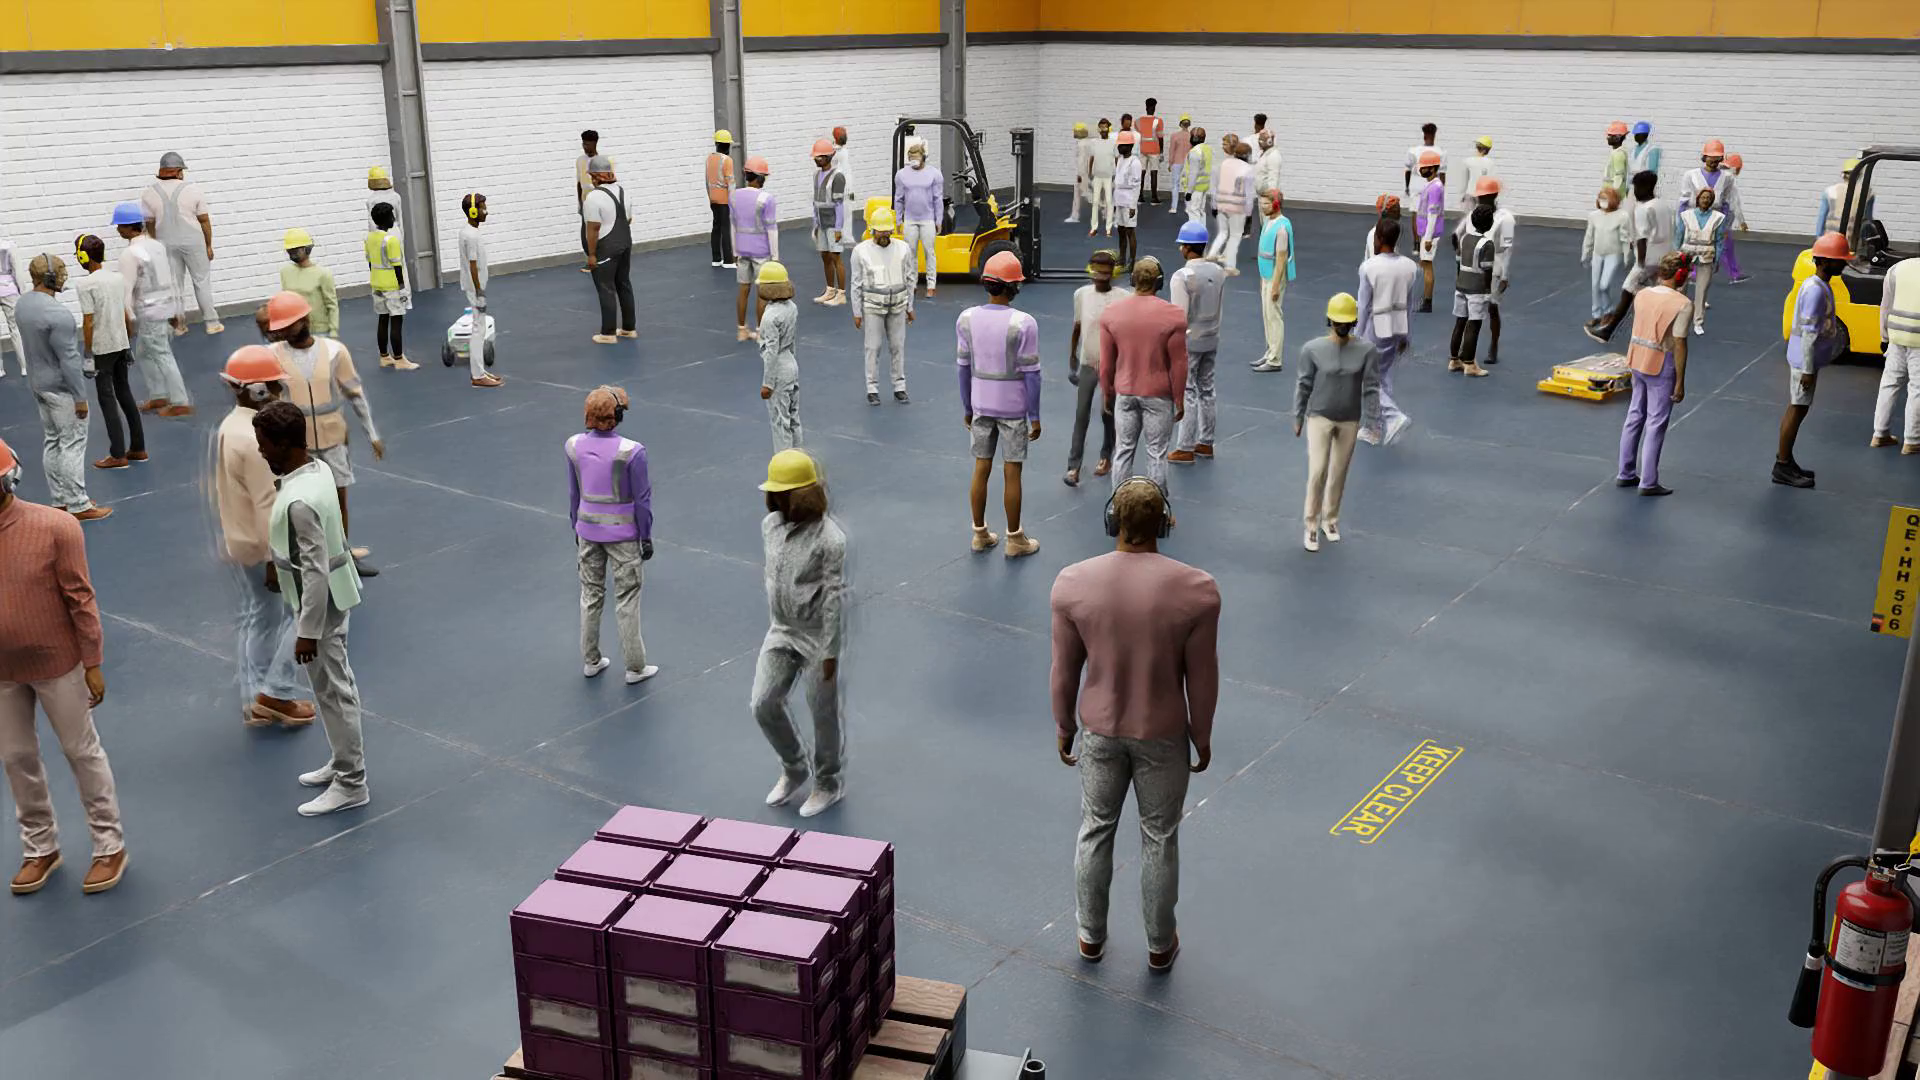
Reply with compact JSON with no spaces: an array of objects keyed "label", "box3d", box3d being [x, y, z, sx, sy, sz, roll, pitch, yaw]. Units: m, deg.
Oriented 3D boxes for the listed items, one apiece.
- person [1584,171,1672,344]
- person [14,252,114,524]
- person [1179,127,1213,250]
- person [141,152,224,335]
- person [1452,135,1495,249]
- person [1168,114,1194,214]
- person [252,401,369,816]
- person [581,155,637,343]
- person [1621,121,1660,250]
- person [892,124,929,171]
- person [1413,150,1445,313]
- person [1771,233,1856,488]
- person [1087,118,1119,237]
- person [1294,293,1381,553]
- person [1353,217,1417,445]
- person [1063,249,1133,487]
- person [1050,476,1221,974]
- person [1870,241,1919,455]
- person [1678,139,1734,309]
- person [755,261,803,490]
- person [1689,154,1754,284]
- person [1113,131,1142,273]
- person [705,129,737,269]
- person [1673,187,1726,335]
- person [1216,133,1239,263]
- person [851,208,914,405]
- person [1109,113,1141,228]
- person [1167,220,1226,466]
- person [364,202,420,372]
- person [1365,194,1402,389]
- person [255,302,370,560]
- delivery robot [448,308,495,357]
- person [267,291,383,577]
[{"label":"person","box3d":[7.406,-2.997,17.880,0.698,1.887,1.072,-13,22,-35]},{"label":"person","box3d":[-6.364,-1.062,11.768,0.635,1.929,0.381,13,22,35]},{"label":"person","box3d":[3.566,-5.314,25.200,0.429,1.843,0.631,9,20,26]},{"label":"person","box3d":[-8.717,-3.329,18.669,0.675,2.000,0.537,-2,18,-7]},{"label":"person","box3d":[7.720,-5.181,24.950,0.654,1.739,0.533,-14,23,-38]},{"label":"person","box3d":[3.990,-6.729,29.774,0.531,1.755,0.339,-3,18,-8]},{"label":"person","box3d":[-2.902,0.303,7.517,0.390,1.913,0.587,-5,19,-17]},{"label":"person","box3d":[-3.898,-3.205,18.282,0.537,2.000,0.687,9,20,25]},{"label":"person","box3d":[10.301,-5.342,25.128,0.547,1.938,0.647,-5,19,-16]},{"label":"person","box3d":[-0.796,-5.790,26.551,0.595,1.923,0.375,-5,18,-15]},{"label":"person","box3d":[5.615,-3.709,20.042,0.390,1.929,0.546,3,18,11]},{"label":"person","box3d":[6.525,-1.375,12.725,0.362,1.935,0.553,9,20,26]},{"label":"person","box3d":[2.302,-5.821,26.757,0.513,1.861,0.328,5,18,16]},{"label":"person","box3d":[2.550,-0.789,11.207,0.540,1.742,0.669,-1,18,-3]},{"label":"person","box3d":[3.532,-1.709,13.823,0.616,1.904,0.597,-11,21,-30]},{"label":"person","box3d":[1.040,-1.304,12.708,0.524,1.814,0.948,6,19,18]},{"label":"person","box3d":[0.643,0.707,6.225,0.625,1.933,0.376,4,18,13]},{"label":"person","box3d":[7.870,-1.629,13.673,0.429,1.842,0.637,-8,19,-24]},{"label":"person","box3d":[9.041,-3.831,20.234,0.605,2.045,0.383,2,18,5]},{"label":"person","box3d":[-1.381,-1.240,12.615,0.296,1.744,0.486,5,18,14]},{"label":"person","box3d":[10.167,-4.228,22.022,0.874,1.702,0.573,3,18,9]},{"label":"person","box3d":[2.281,-4.678,23.057,0.358,1.937,0.548,-8,20,-24]},{"label":"person","box3d":[-3.335,-4.804,23.466,0.380,1.924,0.593,-16,24,-41]},{"label":"person","box3d":[8.288,-3.141,18.722,0.515,1.645,0.309,6,19,18]},{"label":"person","box3d":[3.887,-4.916,23.955,0.345,1.842,0.504,0,18,1]},{"label":"person","box3d":[-0.706,-2.150,15.345,0.601,1.819,0.403,-7,19,-20]},{"label":"person","box3d":[2.737,-6.137,27.690,0.670,1.891,0.459,-7,19,-20]},{"label":"person","box3d":[1.860,-1.574,13.328,0.613,1.945,0.406,-17,24,-42]},{"label":"person","box3d":[-5.762,-2.554,16.799,0.542,1.697,0.316,15,23,38]},{"label":"person","box3d":[3.990,-2.325,15.782,0.345,1.882,0.584,7,19,21]},{"label":"person","box3d":[-4.188,-0.662,10.732,0.346,1.803,0.671,16,24,40]},{"label":"delivery robot","box3d":[-5.078,-2.169,17.291,0.477,0.478,0.707,-1,18,-3]},{"label":"person","box3d":[-4.002,-0.624,10.433,0.675,1.914,0.421,-9,20,-25]}]
